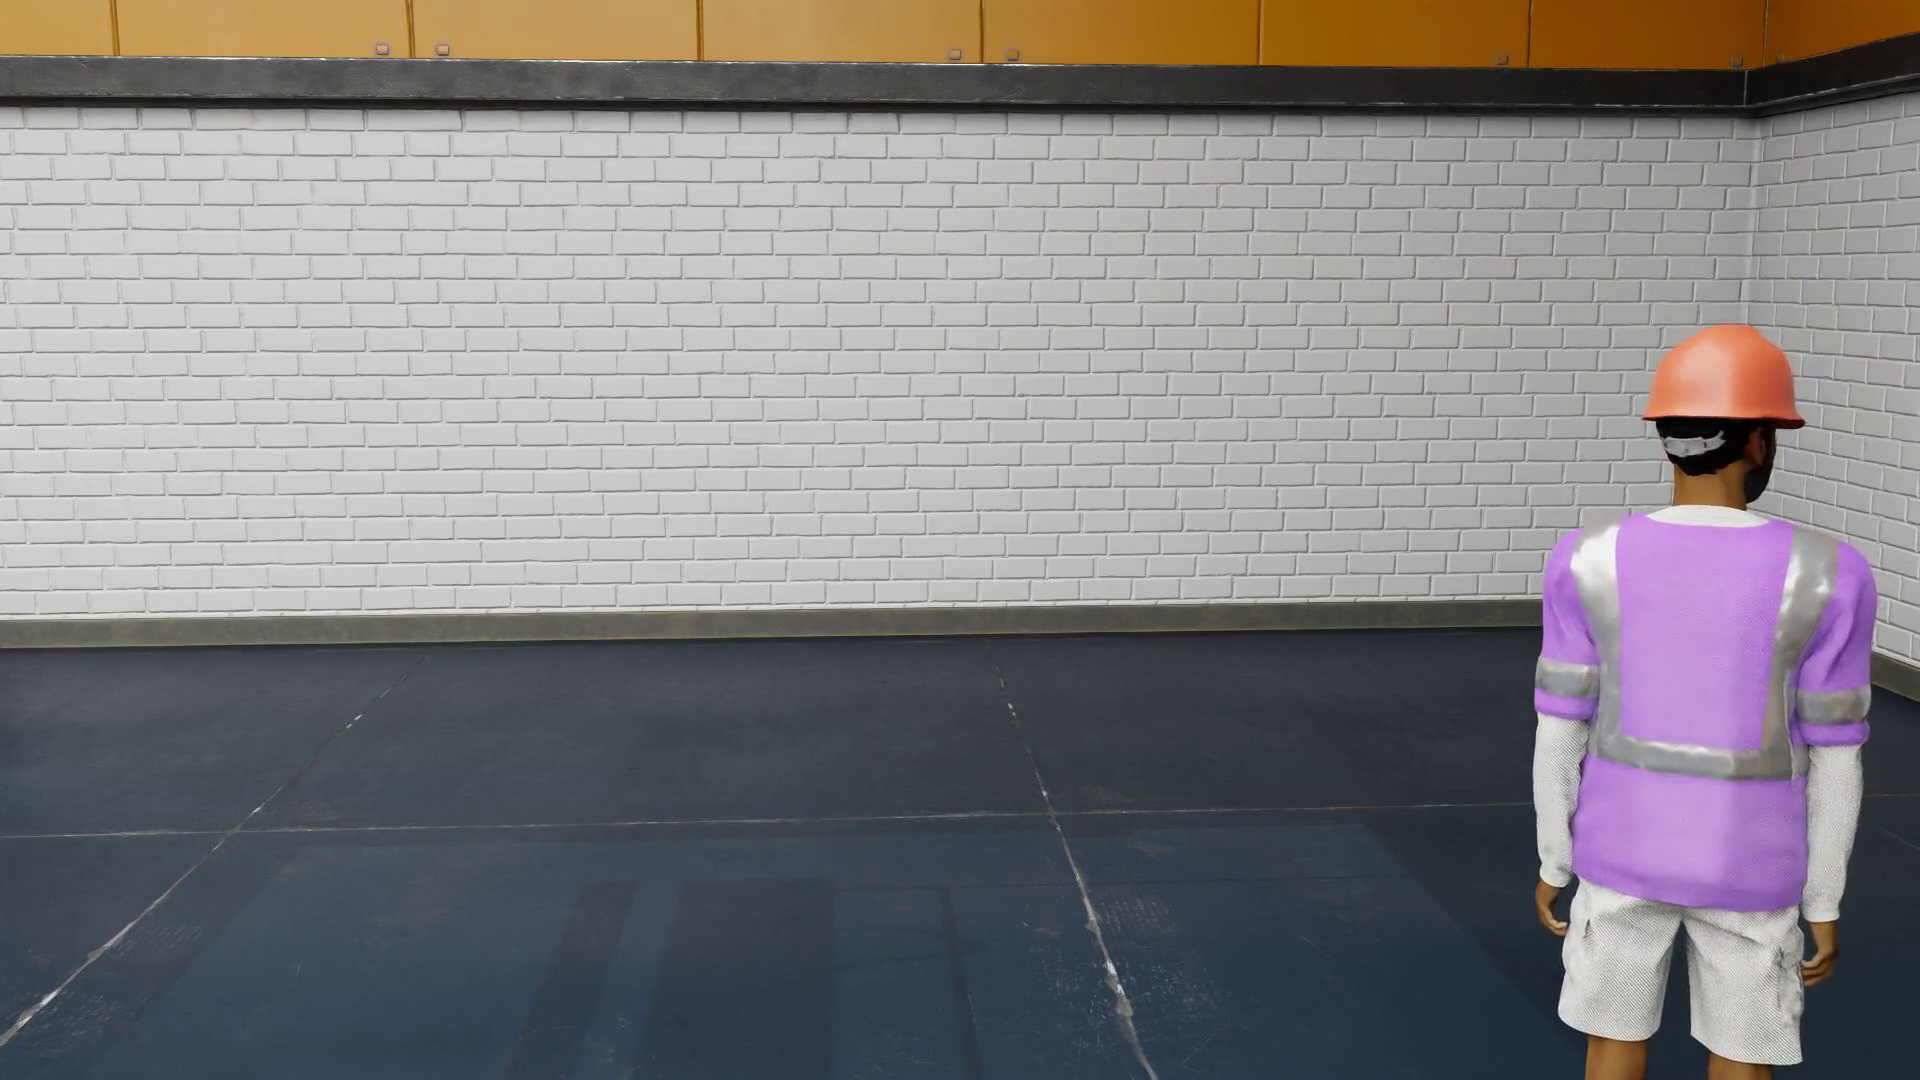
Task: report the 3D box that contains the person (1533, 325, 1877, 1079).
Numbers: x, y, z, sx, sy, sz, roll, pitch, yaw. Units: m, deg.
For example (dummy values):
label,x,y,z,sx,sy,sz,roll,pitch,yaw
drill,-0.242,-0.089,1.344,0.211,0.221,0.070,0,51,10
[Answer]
label,x,y,z,sx,sy,sz,roll,pitch,yaw
person,1.324,0.582,3.035,0.547,1.934,0.376,5,10,27
